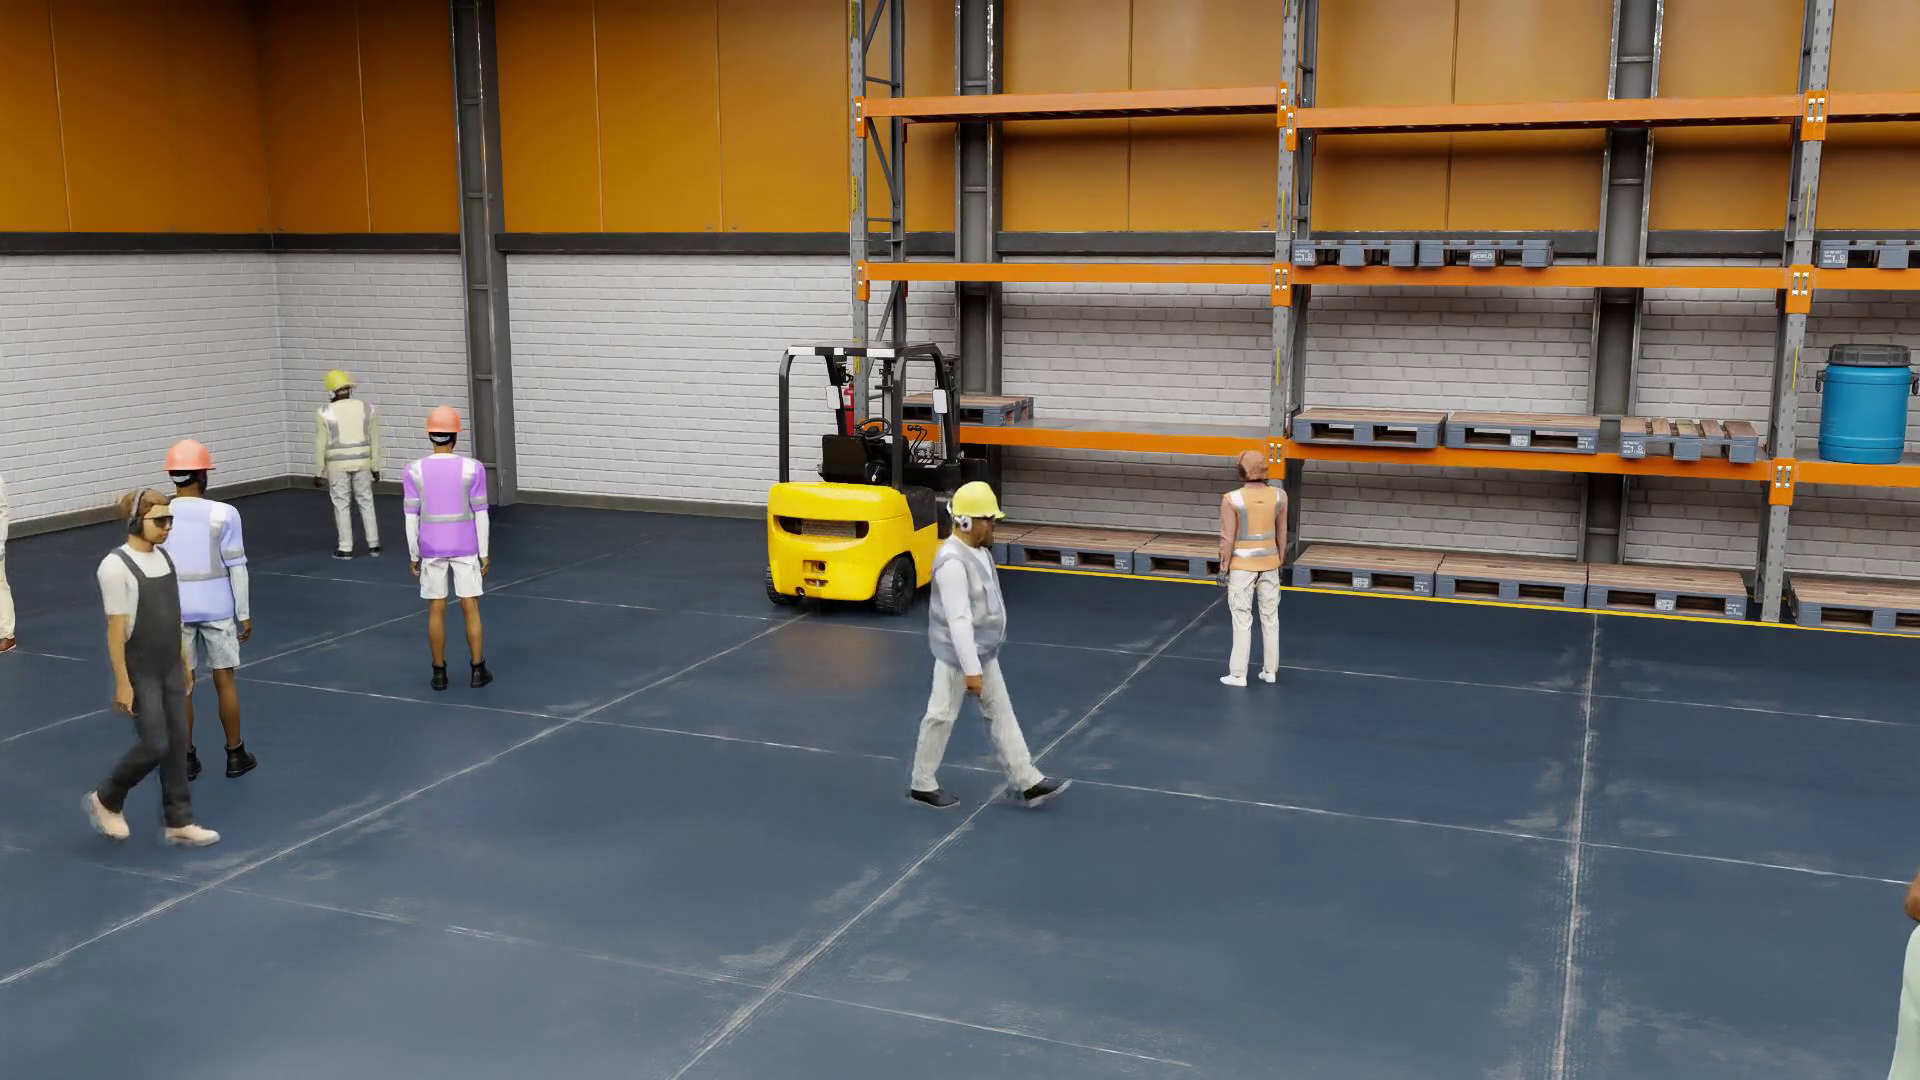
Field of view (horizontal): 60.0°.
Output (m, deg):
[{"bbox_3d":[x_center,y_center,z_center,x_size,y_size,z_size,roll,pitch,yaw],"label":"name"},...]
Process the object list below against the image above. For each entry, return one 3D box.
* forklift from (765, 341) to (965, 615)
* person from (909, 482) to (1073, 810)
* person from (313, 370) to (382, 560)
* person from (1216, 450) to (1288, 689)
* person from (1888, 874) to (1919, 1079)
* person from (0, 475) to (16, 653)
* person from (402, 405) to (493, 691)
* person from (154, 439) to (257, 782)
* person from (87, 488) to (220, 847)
[{"bbox_3d":[-0.739,-0.602,14.246,1.214,2.155,2.313,4,11,21],"label":"forklift"},{"bbox_3d":[0.127,0.586,8.756,0.917,1.782,0.626,3,11,18],"label":"person"},{"bbox_3d":[-5.851,-0.714,15.947,0.682,1.817,0.403,-9,14,-42],"label":"person"},{"bbox_3d":[1.992,0.198,11.336,0.513,1.640,0.311,-4,11,-19],"label":"person"},{"bbox_3d":[2.409,1.503,4.073,0.278,1.636,0.501,4,11,19],"label":"person"},{"bbox_3d":[-7.256,0.024,12.312,0.499,1.636,0.286,3,11,16],"label":"person"},{"bbox_3d":[-3.472,0.056,11.295,0.547,1.938,0.379,-2,10,-11],"label":"person"},{"bbox_3d":[-4.302,0.397,9.403,0.551,1.933,0.369,-2,10,-14],"label":"person"},{"bbox_3d":[-4.044,0.650,8.266,0.542,1.834,0.541,2,10,10],"label":"person"}]
